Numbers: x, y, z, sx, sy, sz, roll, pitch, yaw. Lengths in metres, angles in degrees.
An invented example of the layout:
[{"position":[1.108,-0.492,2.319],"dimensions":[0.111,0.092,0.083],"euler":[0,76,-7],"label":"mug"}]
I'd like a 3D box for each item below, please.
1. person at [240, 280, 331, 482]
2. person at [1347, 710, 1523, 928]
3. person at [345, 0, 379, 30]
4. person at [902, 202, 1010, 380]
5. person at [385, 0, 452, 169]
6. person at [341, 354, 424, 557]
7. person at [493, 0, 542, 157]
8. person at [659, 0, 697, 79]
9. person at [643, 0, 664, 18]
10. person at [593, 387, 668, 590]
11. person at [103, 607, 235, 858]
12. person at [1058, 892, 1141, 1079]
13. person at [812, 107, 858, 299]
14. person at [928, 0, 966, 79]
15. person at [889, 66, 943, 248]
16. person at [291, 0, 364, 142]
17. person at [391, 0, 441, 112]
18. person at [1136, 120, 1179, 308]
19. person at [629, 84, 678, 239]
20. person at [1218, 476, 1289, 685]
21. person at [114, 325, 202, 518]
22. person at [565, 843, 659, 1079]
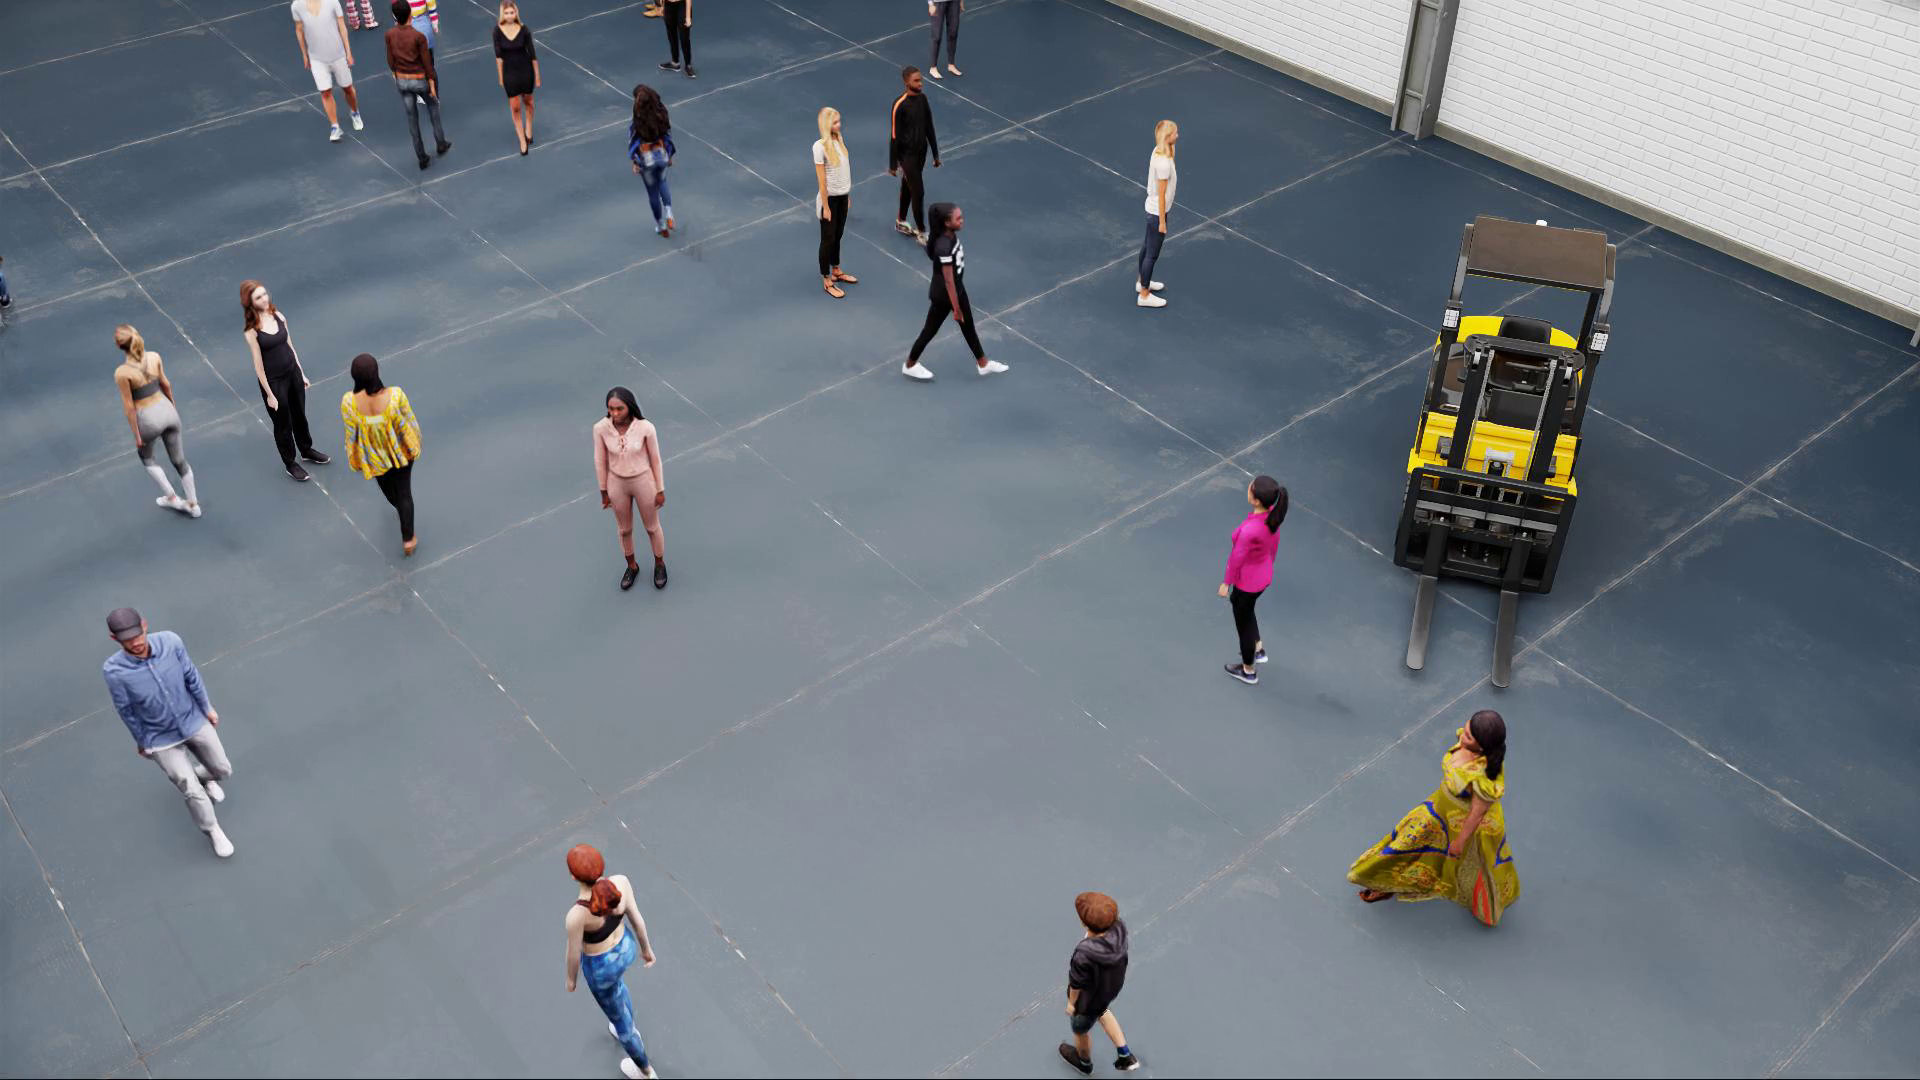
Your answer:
[{"position":[-5.437,-1.293,13.267],"dimensions":[0.665,1.747,0.656],"euler":[15,41,18],"label":"person"},{"position":[3.028,1.631,9.728],"dimensions":[1.255,1.604,1.349],"euler":[-4,39,-5],"label":"person"},{"position":[-7.628,-7.224,20.734],"dimensions":[0.676,1.697,0.716],"euler":[0,39,1],"label":"person"},{"position":[-0.198,-2.094,14.323],"dimensions":[1.221,1.680,1.137],"euler":[5,39,6],"label":"person"},{"position":[-5.826,-4.801,17.649],"dimensions":[0.897,1.759,0.963],"euler":[-1,39,-1],"label":"person"},{"position":[-4.313,-0.595,12.497],"dimensions":[0.996,1.616,1.150],"euler":[-8,39,-10],"label":"person"},{"position":[-4.802,-5.077,18.083],"dimensions":[0.808,1.649,0.951],"euler":[-9,39,-11],"label":"person"},{"position":[-3.363,-6.256,19.592],"dimensions":[0.726,1.608,0.893],"euler":[20,43,23],"label":"person"},{"position":[-3.936,-7.536,21.112],"dimensions":[0.754,1.711,0.664],"euler":[-1,39,-2],"label":"person"},{"position":[-2.388,-0.380,12.145],"dimensions":[0.701,1.720,0.735],"euler":[-1,39,-1],"label":"person"},{"position":[-4.819,1.103,10.160],"dimensions":[0.885,1.879,0.701],"euler":[31,48,33],"label":"person"},{"position":[0.761,2.421,8.862],"dimensions":[0.724,1.440,0.580],"euler":[30,47,32],"label":"person"},{"position":[-1.203,-3.180,15.566],"dimensions":[0.672,1.826,0.671],"euler":[15,41,18],"label":"person"},{"position":[-0.190,-6.348,19.575],"dimensions":[0.655,1.772,0.594],"euler":[-20,43,-23],"label":"person"},{"position":[-0.549,-3.820,16.395],"dimensions":[0.950,1.791,0.773],"euler":[26,45,29],"label":"person"},{"position":[-6.959,-5.387,18.295],"dimensions":[0.874,1.868,0.971],"euler":[-9,40,-11],"label":"person"},{"position":[-6.080,-5.690,18.727],"dimensions":[0.689,1.802,0.638],"euler":[-22,44,-25],"label":"person"},{"position":[1.812,-3.033,15.397],"dimensions":[0.707,1.807,0.630],"euler":[0,39,0],"label":"person"},{"position":[-2.985,-3.708,16.398],"dimensions":[0.637,1.611,0.604],"euler":[-24,44,-27],"label":"person"},{"position":[2.065,0.311,11.315],"dimensions":[0.657,1.687,0.645],"euler":[24,44,27],"label":"person"},{"position":[-6.128,-0.874,12.784],"dimensions":[0.712,1.694,0.674],"euler":[24,44,27],"label":"person"},{"position":[-1.766,2.303,8.756],"dimensions":[0.790,1.767,0.670],"euler":[22,44,25],"label":"person"}]
